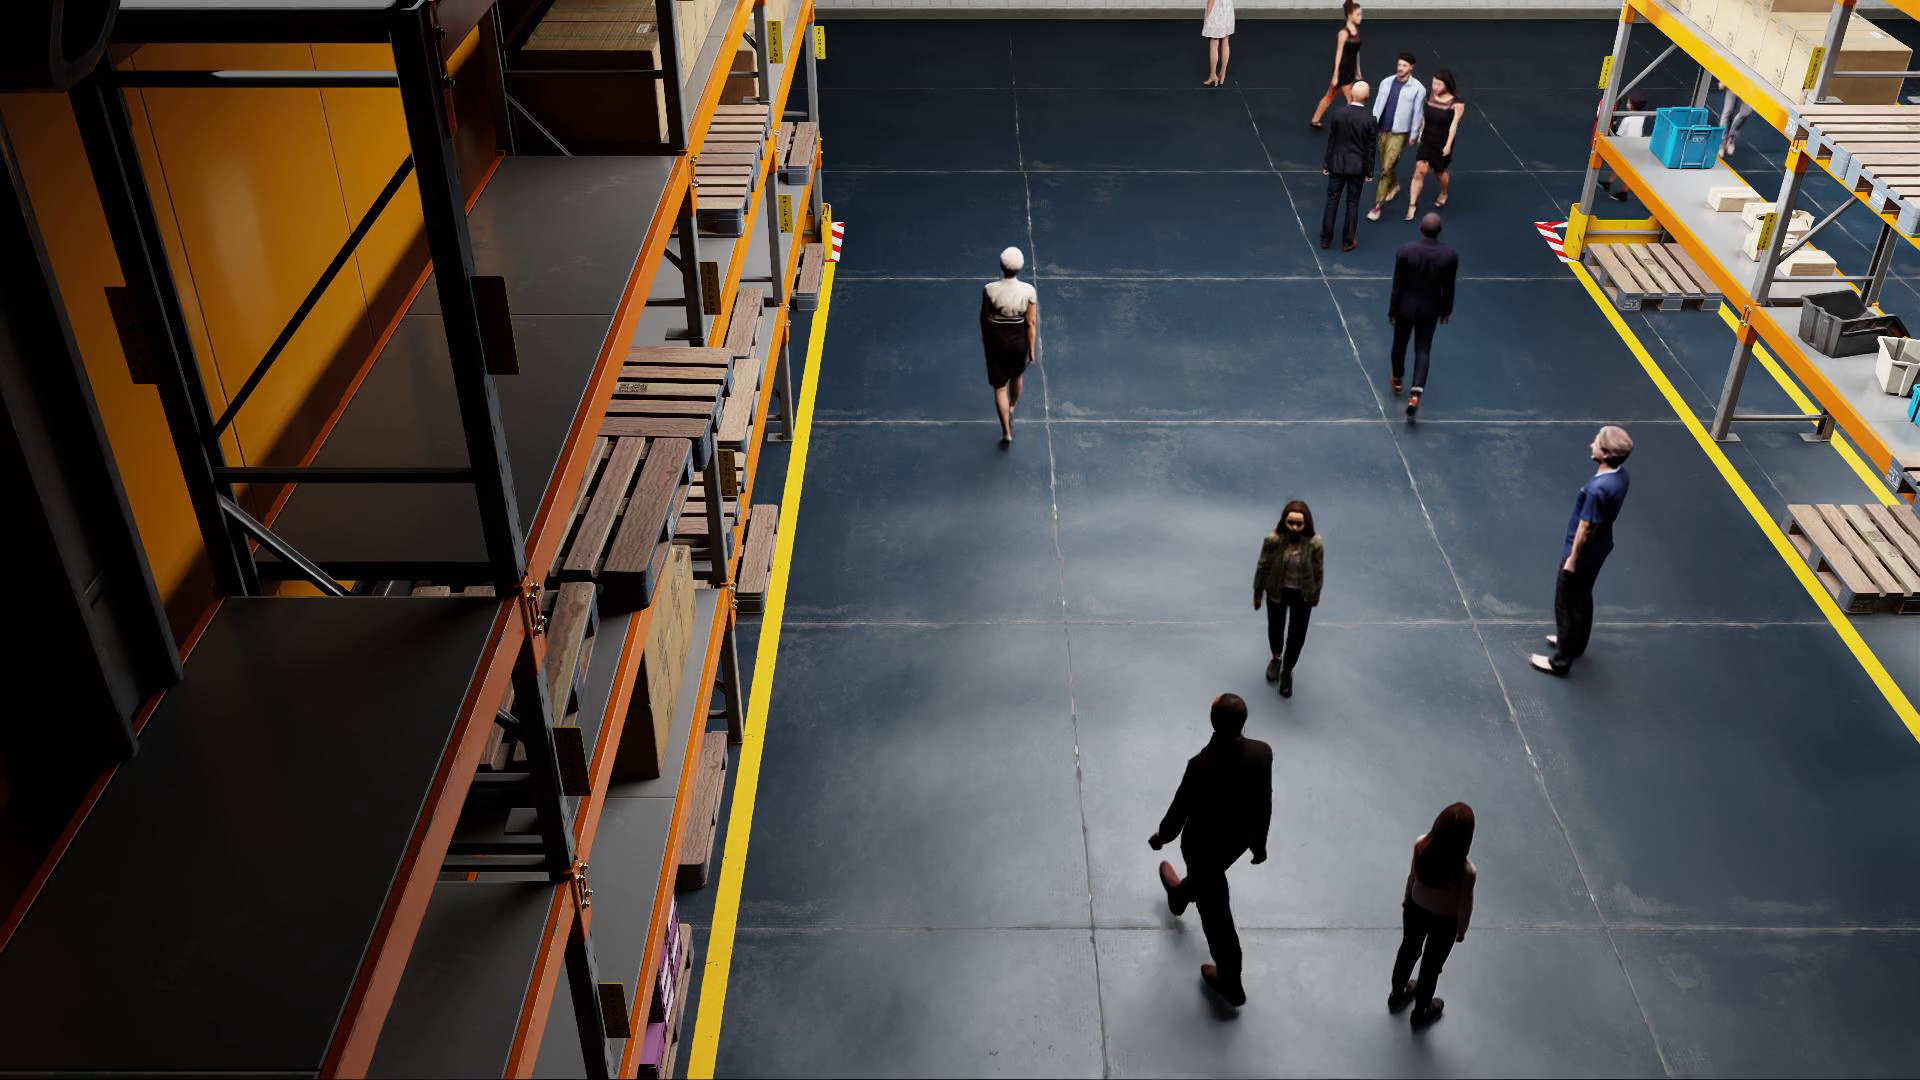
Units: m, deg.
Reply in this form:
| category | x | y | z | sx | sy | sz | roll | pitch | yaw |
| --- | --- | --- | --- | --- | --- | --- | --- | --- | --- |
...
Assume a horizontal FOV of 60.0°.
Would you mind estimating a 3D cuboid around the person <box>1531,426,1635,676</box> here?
| category | x | y | z | sx | sy | sz | roll | pitch | yaw |
| --- | --- | --- | --- | --- | --- | --- | --- | --- | --- |
| person | 4.285 | 0.068 | 11.345 | 0.792 | 1.867 | 0.689 | 22 | 40 | 30 |

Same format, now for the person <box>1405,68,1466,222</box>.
| category | x | y | z | sx | sy | sz | roll | pitch | yaw |
| --- | --- | --- | --- | --- | --- | --- | --- | --- | --- |
| person | 5.227 | -4.298 | 18.091 | 1.020 | 1.672 | 1.109 | 28 | 43 | 35 |

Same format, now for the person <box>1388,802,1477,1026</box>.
| category | x | y | z | sx | sy | sz | roll | pitch | yaw |
| --- | --- | --- | --- | --- | --- | --- | --- | --- | --- |
| person | 2.498 | 1.981 | 8.815 | 0.599 | 1.483 | 0.658 | 29 | 43 | 36 |

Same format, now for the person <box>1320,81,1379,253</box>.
| category | x | y | z | sx | sy | sz | roll | pitch | yaw |
| --- | --- | --- | --- | --- | --- | --- | --- | --- | --- |
| person | 4.052 | -3.898 | 17.374 | 0.753 | 1.799 | 0.720 | 12 | 36 | 18 |

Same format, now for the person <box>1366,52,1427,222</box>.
| category | x | y | z | sx | sy | sz | roll | pitch | yaw |
| --- | --- | --- | --- | --- | --- | --- | --- | --- | --- |
| person | 4.779 | -4.472 | 18.261 | 1.163 | 1.772 | 1.257 | 26 | 42 | 33 |

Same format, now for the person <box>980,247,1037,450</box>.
| category | x | y | z | sx | sy | sz | roll | pitch | yaw |
| --- | --- | --- | --- | --- | --- | --- | --- | --- | --- |
| person | 0.393 | -1.556 | 13.923 | 0.640 | 1.719 | 0.972 | -2 | 34 | -3 |

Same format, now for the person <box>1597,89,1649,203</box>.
| category | x | y | z | sx | sy | sz | roll | pitch | yaw |
| --- | --- | --- | --- | --- | --- | --- | --- | --- | --- |
| person | 7.513 | -4.385 | 18.610 | 0.705 | 1.242 | 0.821 | -20 | 38 | -27 |

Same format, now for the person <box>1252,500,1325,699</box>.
| category | x | y | z | sx | sy | sz | roll | pitch | yaw |
| --- | --- | --- | --- | --- | --- | --- | --- | --- | --- |
| person | 2.241 | 0.330 | 11.316 | 0.692 | 1.463 | 0.729 | 8 | 34 | 12 |

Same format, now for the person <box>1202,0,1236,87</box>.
| category | x | y | z | sx | sy | sz | roll | pitch | yaw |
| --- | --- | --- | --- | --- | --- | --- | --- | --- | --- |
| person | 3.411 | -6.878 | 21.880 | 0.771 | 1.774 | 0.807 | -19 | 38 | -26 |

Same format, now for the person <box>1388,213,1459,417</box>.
| category | x | y | z | sx | sy | sz | roll | pitch | yaw |
| --- | --- | --- | --- | --- | --- | --- | --- | --- | --- |
| person | 3.971 | -1.936 | 14.430 | 0.858 | 1.790 | 1.205 | 6 | 34 | 9 |

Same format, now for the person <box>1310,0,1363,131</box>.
| category | x | y | z | sx | sy | sz | roll | pitch | yaw |
| --- | --- | --- | --- | --- | --- | --- | --- | --- | --- |
| person | 4.608 | -5.704 | 20.251 | 1.064 | 1.621 | 1.101 | 22 | 39 | 29 |

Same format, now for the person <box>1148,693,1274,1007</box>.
| category | x | y | z | sx | sy | sz | roll | pitch | yaw |
| --- | --- | --- | --- | --- | --- | --- | --- | --- | --- |
| person | 1.424 | 1.691 | 8.916 | 1.089 | 1.853 | 1.366 | -15 | 37 | -22 |
